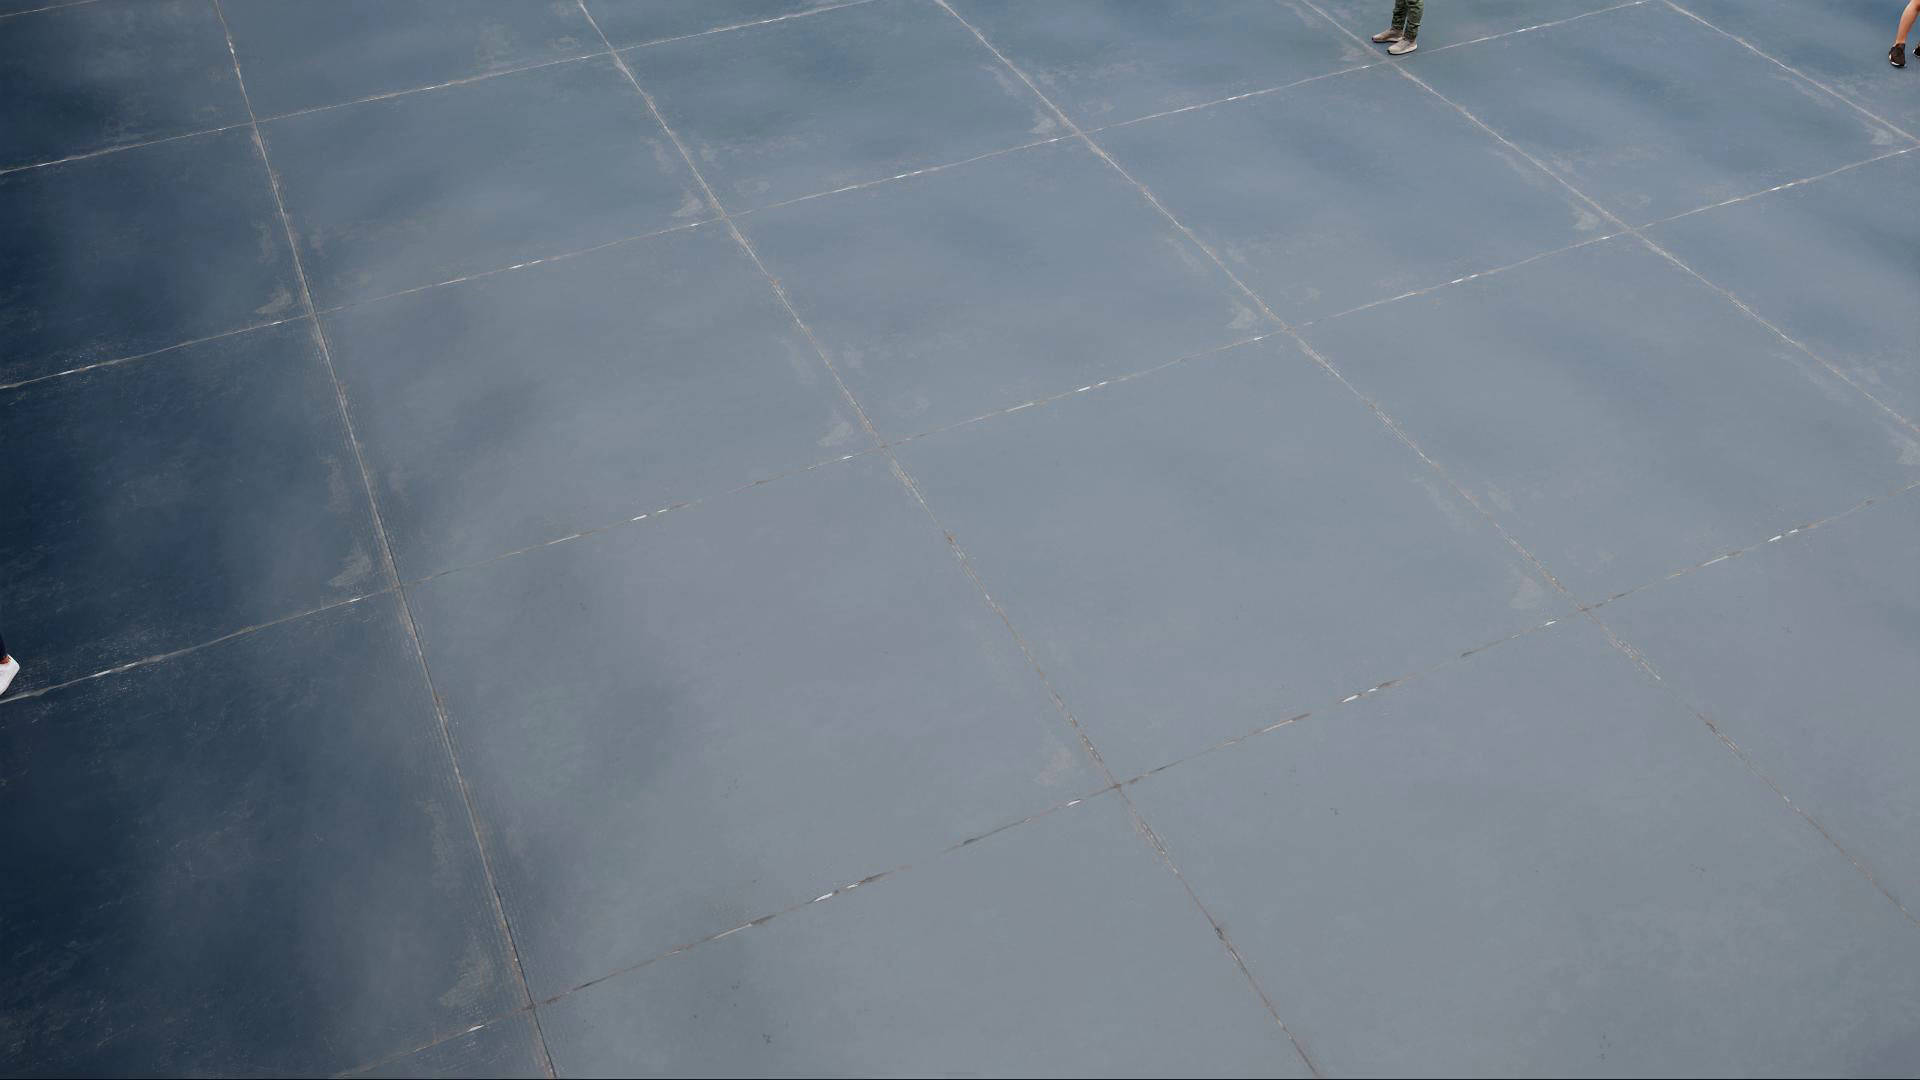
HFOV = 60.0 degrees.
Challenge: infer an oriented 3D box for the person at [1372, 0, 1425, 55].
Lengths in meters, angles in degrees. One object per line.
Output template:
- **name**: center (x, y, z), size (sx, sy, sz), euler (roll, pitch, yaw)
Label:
- **person**: center (3.813, -4.920, 13.943), size (0.661, 1.654, 0.493), euler (-13, 44, -14)
